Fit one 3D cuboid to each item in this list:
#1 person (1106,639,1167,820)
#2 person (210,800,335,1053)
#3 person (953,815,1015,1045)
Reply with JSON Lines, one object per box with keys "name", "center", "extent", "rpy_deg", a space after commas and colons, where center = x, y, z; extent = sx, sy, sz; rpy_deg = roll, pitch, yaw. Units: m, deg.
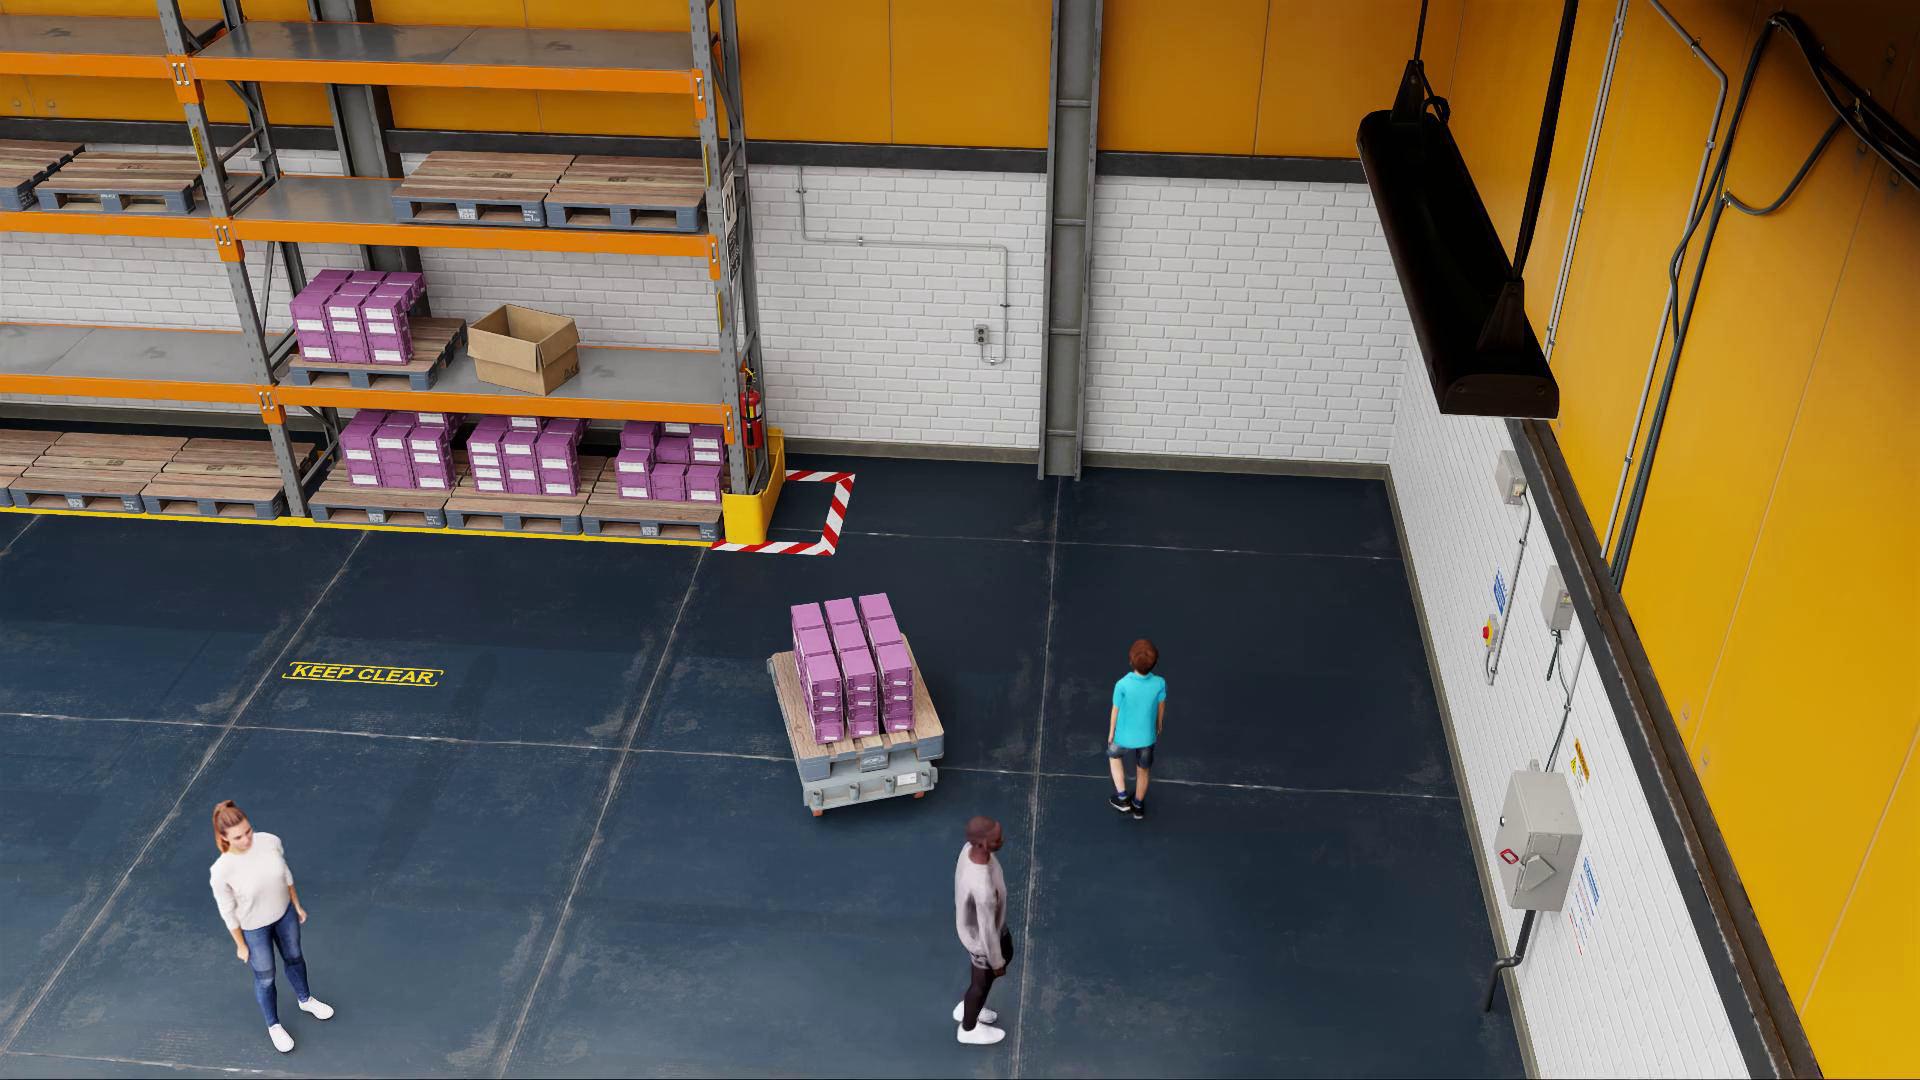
{"name": "person", "center": [1.191, 1.314, 11.151], "extent": [0.518, 1.439, 0.642], "rpy_deg": [-5, 34, -7]}
{"name": "person", "center": [-4.000, 2.197, 9.569], "extent": [0.689, 1.720, 0.689], "rpy_deg": [20, 38, 27]}
{"name": "person", "center": [0.037, 2.235, 9.475], "extent": [0.632, 1.760, 0.668], "rpy_deg": [-2, 34, -3]}
